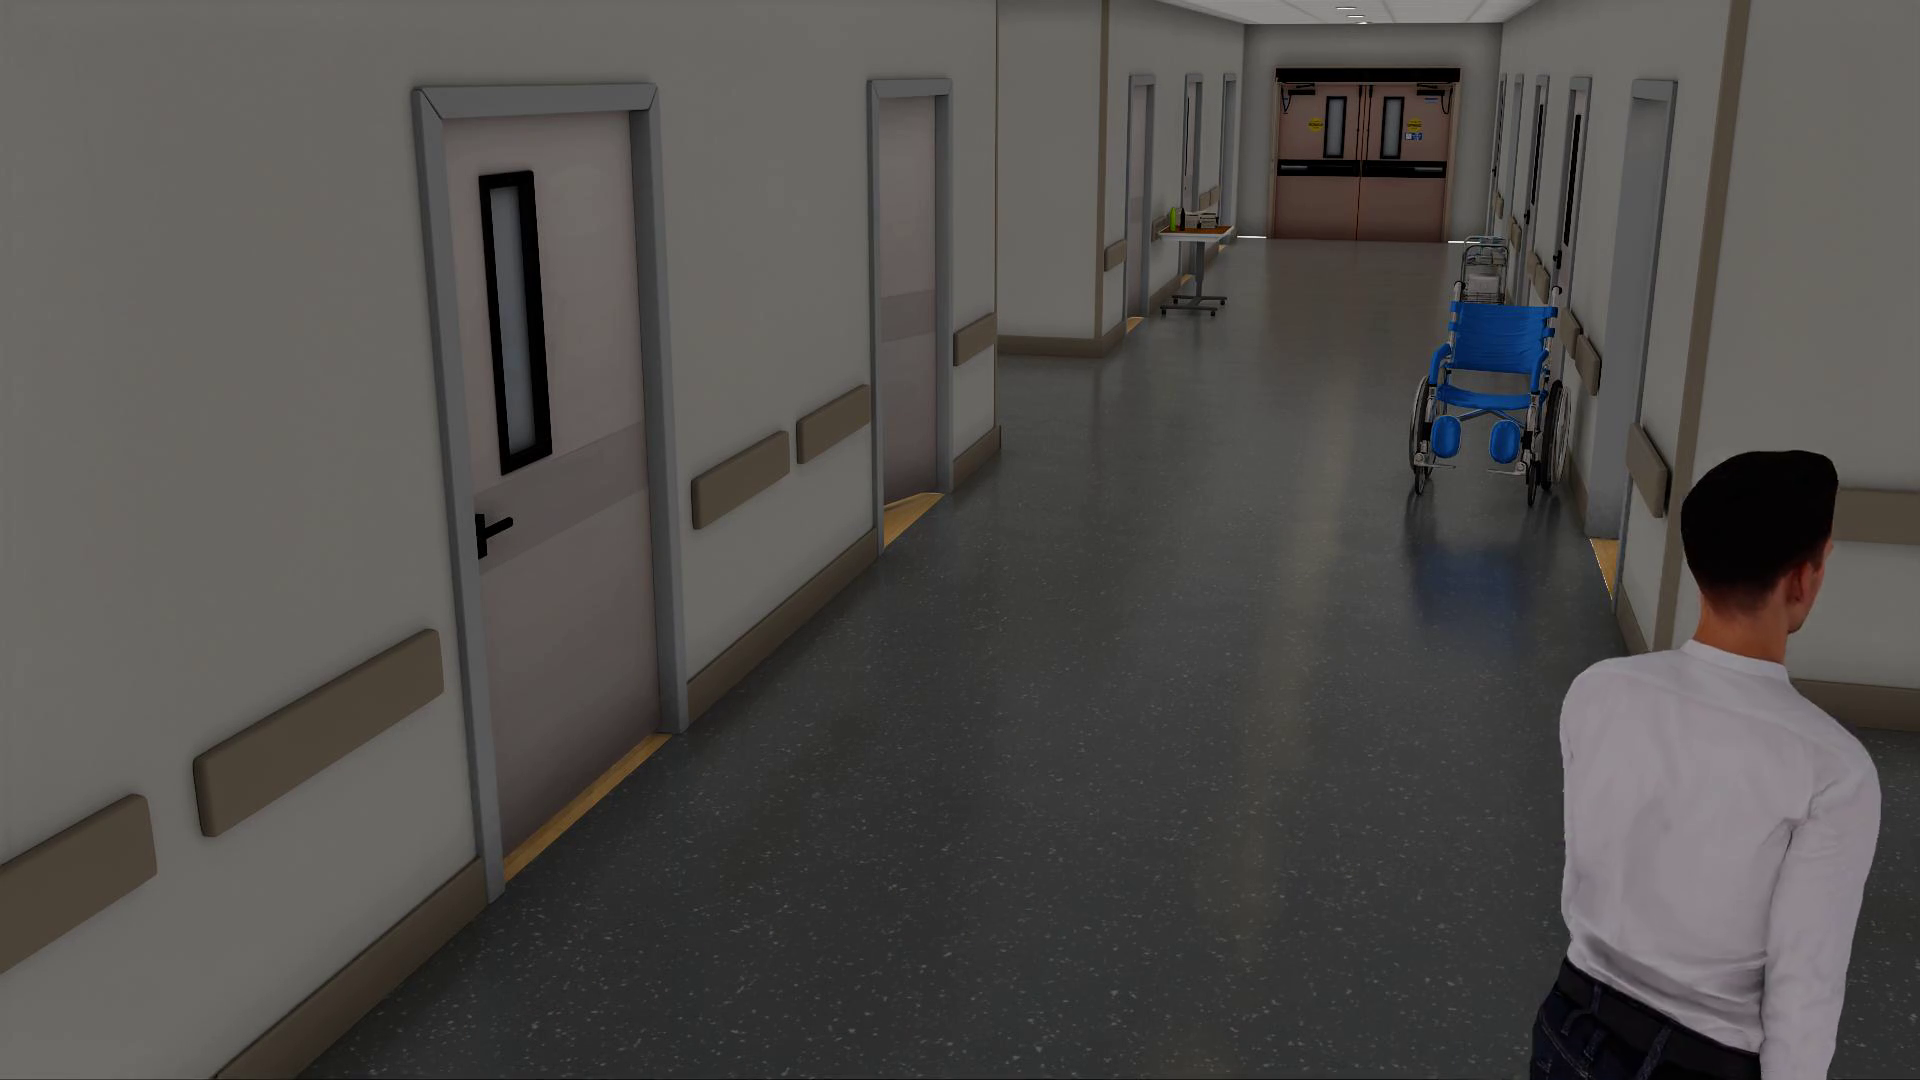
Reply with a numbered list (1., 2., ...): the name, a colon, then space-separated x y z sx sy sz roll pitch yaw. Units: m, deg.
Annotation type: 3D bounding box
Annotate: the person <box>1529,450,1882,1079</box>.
1. person: 0.959 0.798 2.387 0.943 1.852 0.852 -13 20 -39
